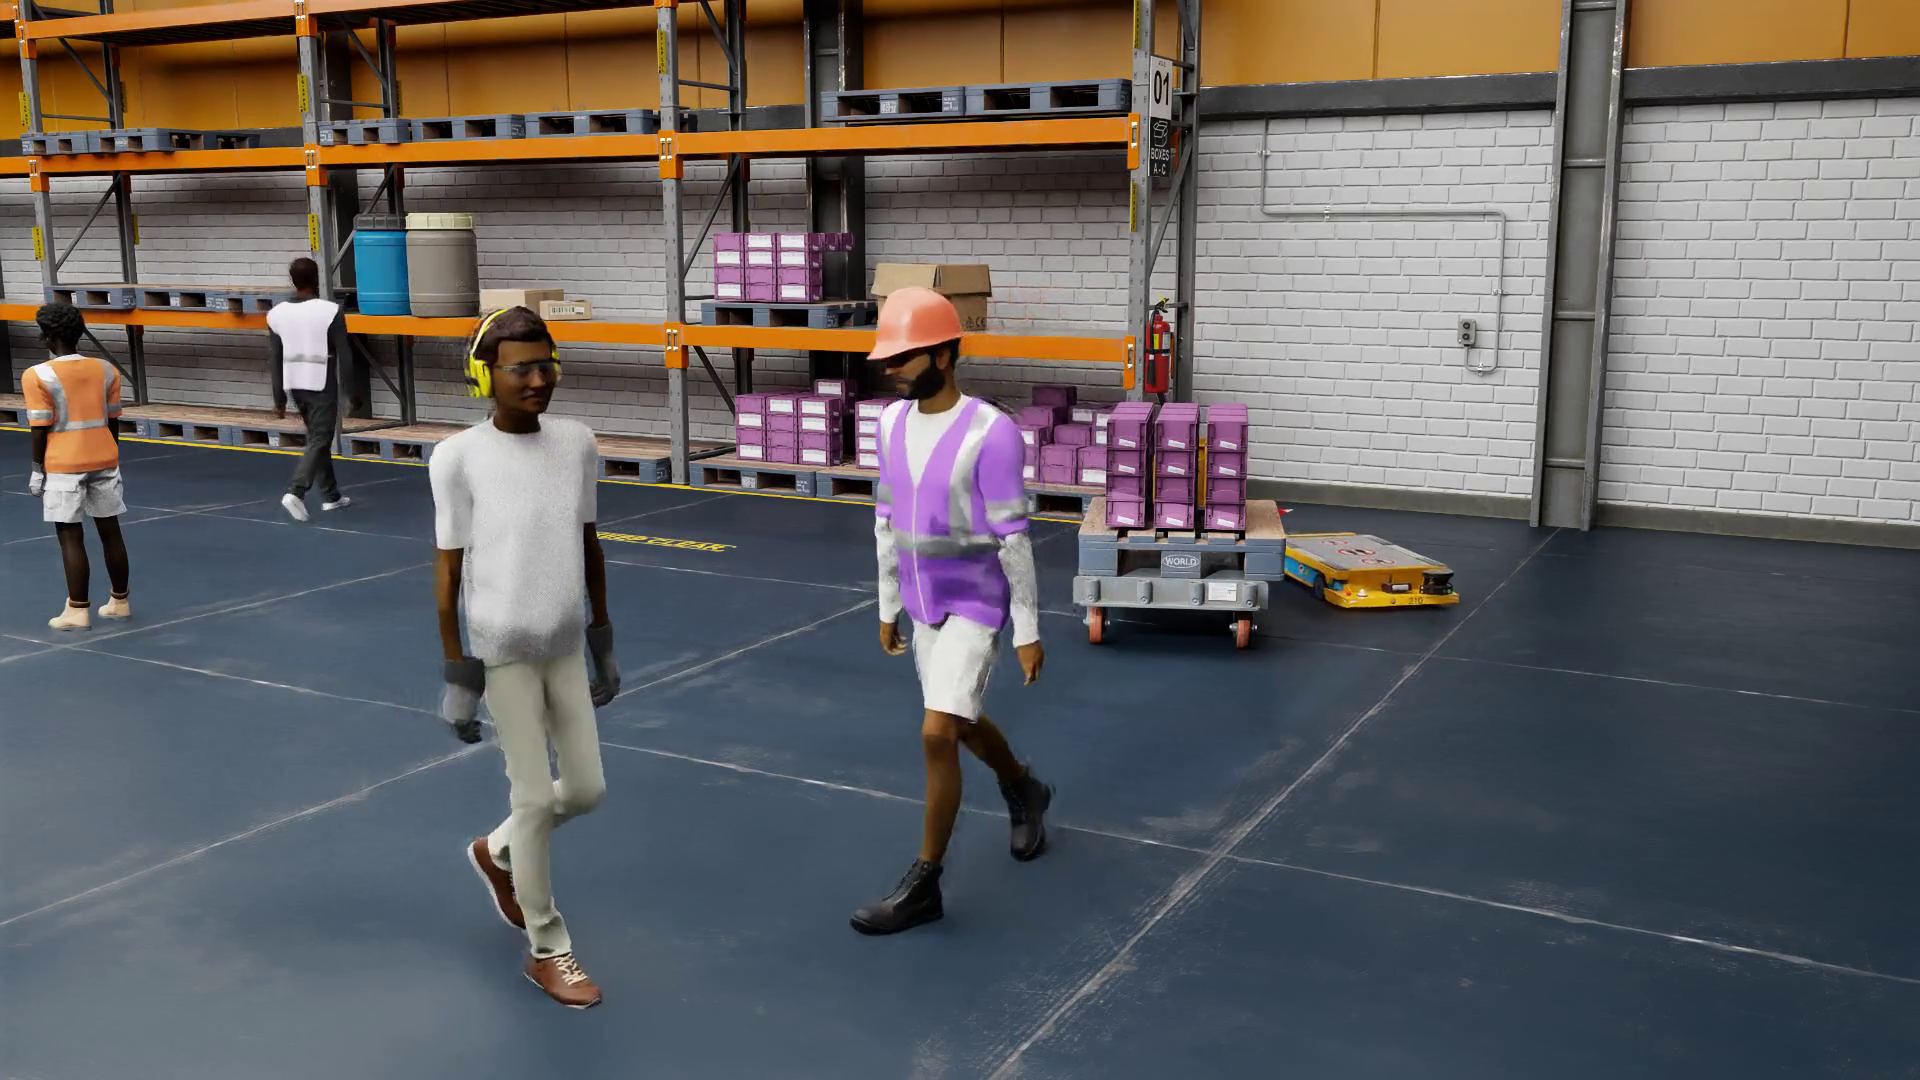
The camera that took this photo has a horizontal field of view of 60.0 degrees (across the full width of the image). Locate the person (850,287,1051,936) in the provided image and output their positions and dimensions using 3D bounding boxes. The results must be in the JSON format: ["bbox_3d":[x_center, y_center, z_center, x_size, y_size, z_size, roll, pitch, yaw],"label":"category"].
[{"bbox_3d":[0.038,0.177,5.055,0.592,1.891,0.941,10,14,44],"label":"person"}]

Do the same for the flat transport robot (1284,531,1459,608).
[{"bbox_3d":[2.250,0.147,9.619,0.652,0.197,1.431,-2,11,-11],"label":"flat transport robot"}]

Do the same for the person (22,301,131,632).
[{"bbox_3d":[-4.553,-0.376,8.581,0.318,1.696,0.533,5,11,24],"label":"person"}]

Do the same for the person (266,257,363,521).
[{"bbox_3d":[-4.716,-1.102,12.050,0.590,1.885,0.943,3,11,14],"label":"person"}]

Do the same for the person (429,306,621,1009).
[{"bbox_3d":[-1.173,0.297,4.468,0.590,1.851,0.539,9,14,42],"label":"person"}]
